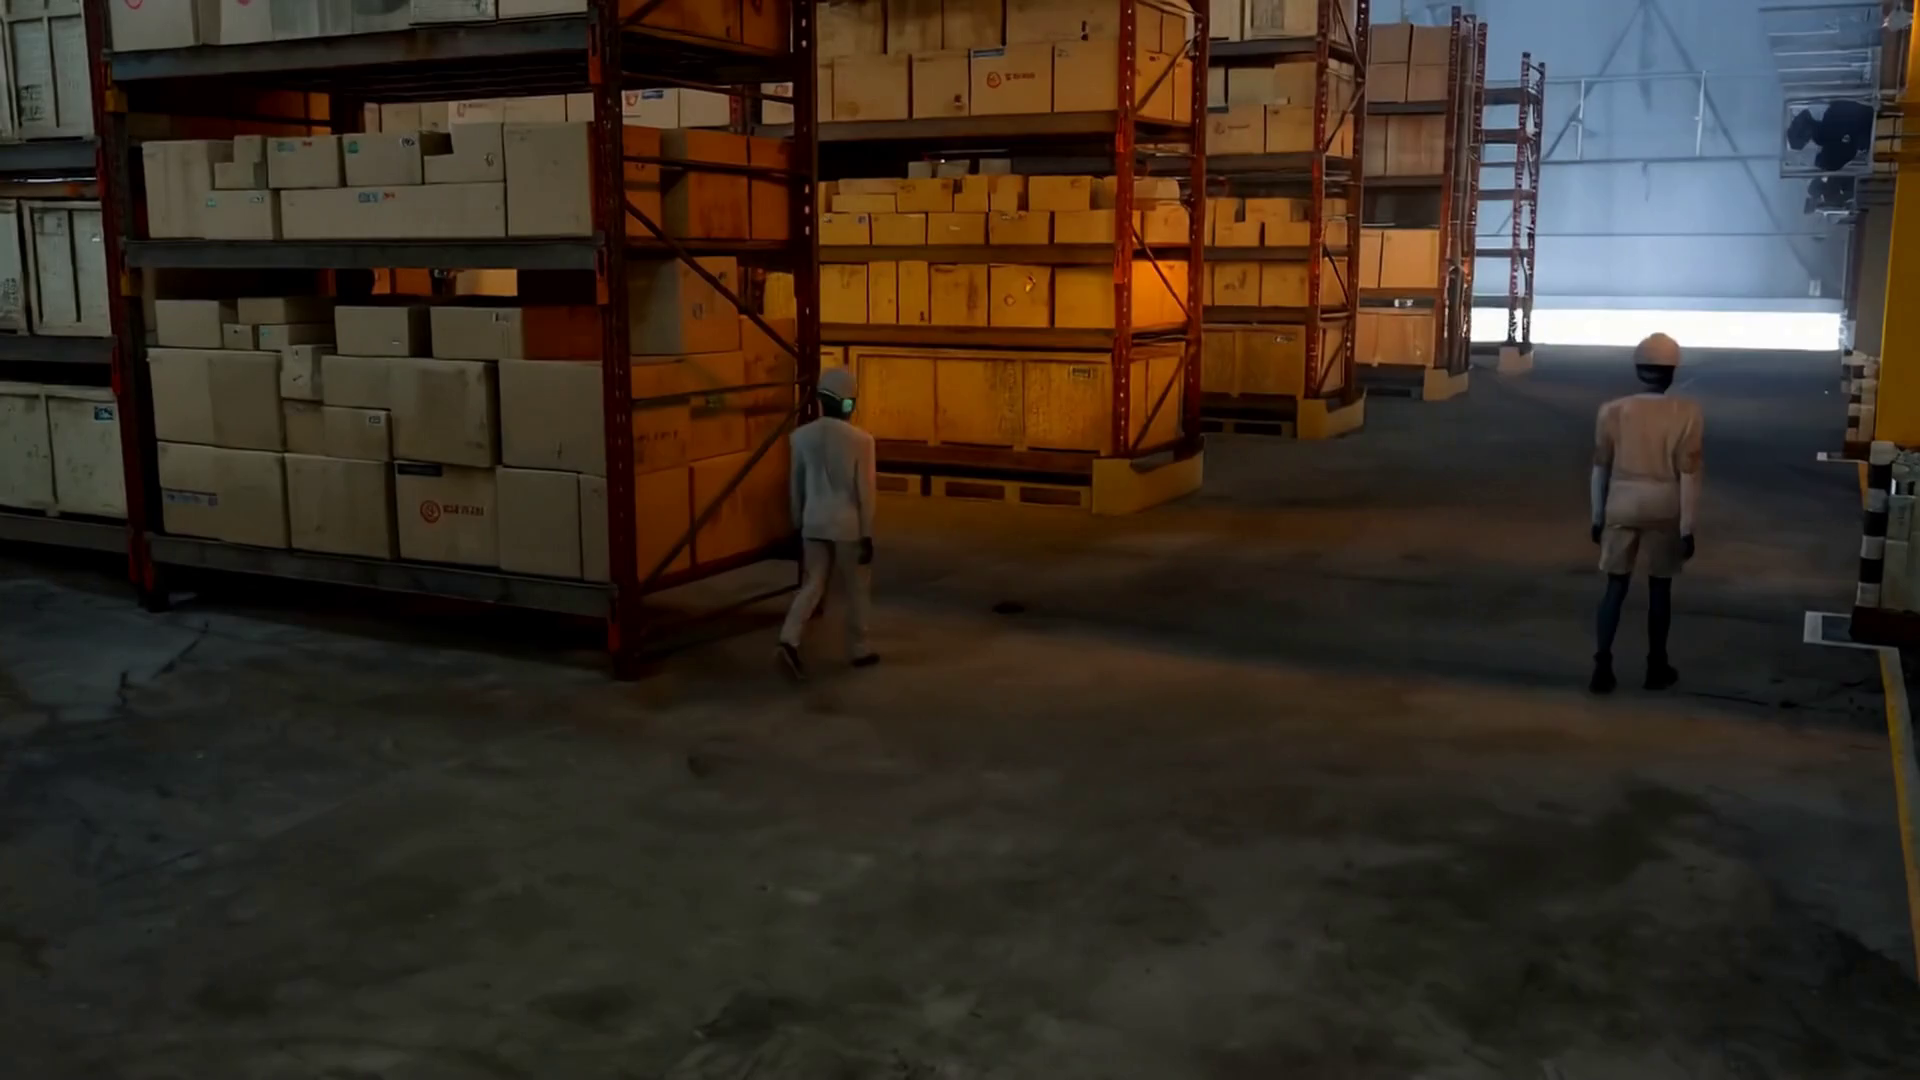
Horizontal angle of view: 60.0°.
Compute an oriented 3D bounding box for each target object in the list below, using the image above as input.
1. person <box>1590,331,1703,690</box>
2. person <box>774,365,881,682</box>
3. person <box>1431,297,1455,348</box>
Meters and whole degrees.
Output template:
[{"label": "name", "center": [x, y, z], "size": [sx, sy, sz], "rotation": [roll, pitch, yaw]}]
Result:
[{"label": "person", "center": [3.648, -0.143, 8.869], "size": [0.554, 1.940, 0.517], "rotation": [8, 12, 37]}, {"label": "person", "center": [-0.720, -0.088, 9.098], "size": [0.569, 1.728, 0.773], "rotation": [5, 11, 28]}, {"label": "person", "center": [9.033, -3.862, 31.315], "size": [0.558, 1.592, 0.857], "rotation": [-1, 10, -4]}]
